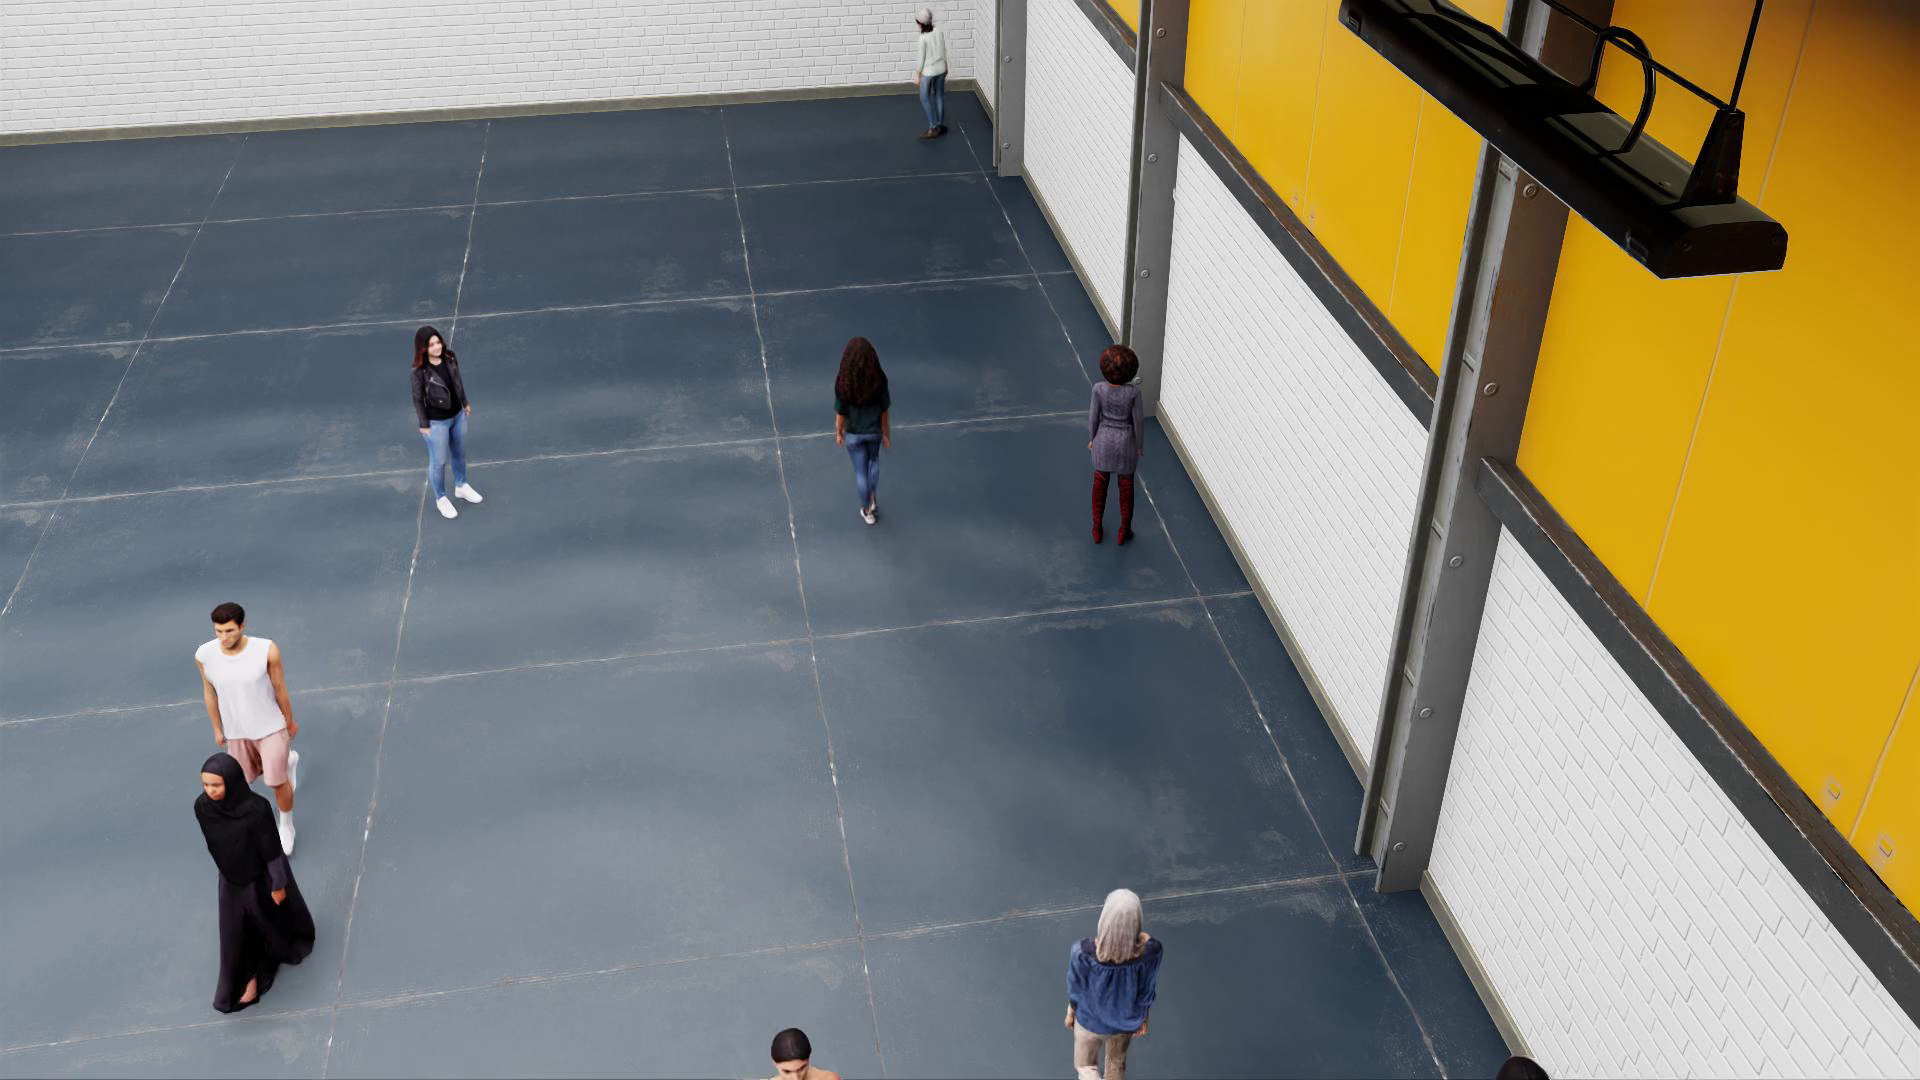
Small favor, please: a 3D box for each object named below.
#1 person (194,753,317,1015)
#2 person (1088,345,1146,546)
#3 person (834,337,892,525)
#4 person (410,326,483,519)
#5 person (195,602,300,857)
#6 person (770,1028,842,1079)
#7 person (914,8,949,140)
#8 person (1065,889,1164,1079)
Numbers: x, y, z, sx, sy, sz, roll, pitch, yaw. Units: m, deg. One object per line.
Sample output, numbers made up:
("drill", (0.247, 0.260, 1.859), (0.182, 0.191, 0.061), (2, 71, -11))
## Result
("person", (-3.915, 1.785, 9.294), (0.817, 1.606, 1.122), (3, 34, 4))
("person", (1.210, -0.730, 12.983), (0.662, 1.710, 0.660), (10, 35, 14))
("person", (-0.752, -0.823, 13.216), (0.623, 1.608, 0.642), (-9, 35, -13))
("person", (-4.170, -0.981, 13.430), (0.787, 1.633, 0.717), (20, 38, 27))
("person", (-4.302, 1.078, 10.207), (0.737, 1.773, 1.006), (-1, 34, -1))
("person", (-0.759, 2.813, 7.599), (0.689, 1.771, 1.101), (-9, 35, -14))
("person", (-0.298, -5.859, 20.773), (0.755, 1.629, 0.747), (-18, 38, -25))
("person", (0.754, 2.437, 8.244), (0.603, 1.682, 0.906), (-5, 34, -7))
